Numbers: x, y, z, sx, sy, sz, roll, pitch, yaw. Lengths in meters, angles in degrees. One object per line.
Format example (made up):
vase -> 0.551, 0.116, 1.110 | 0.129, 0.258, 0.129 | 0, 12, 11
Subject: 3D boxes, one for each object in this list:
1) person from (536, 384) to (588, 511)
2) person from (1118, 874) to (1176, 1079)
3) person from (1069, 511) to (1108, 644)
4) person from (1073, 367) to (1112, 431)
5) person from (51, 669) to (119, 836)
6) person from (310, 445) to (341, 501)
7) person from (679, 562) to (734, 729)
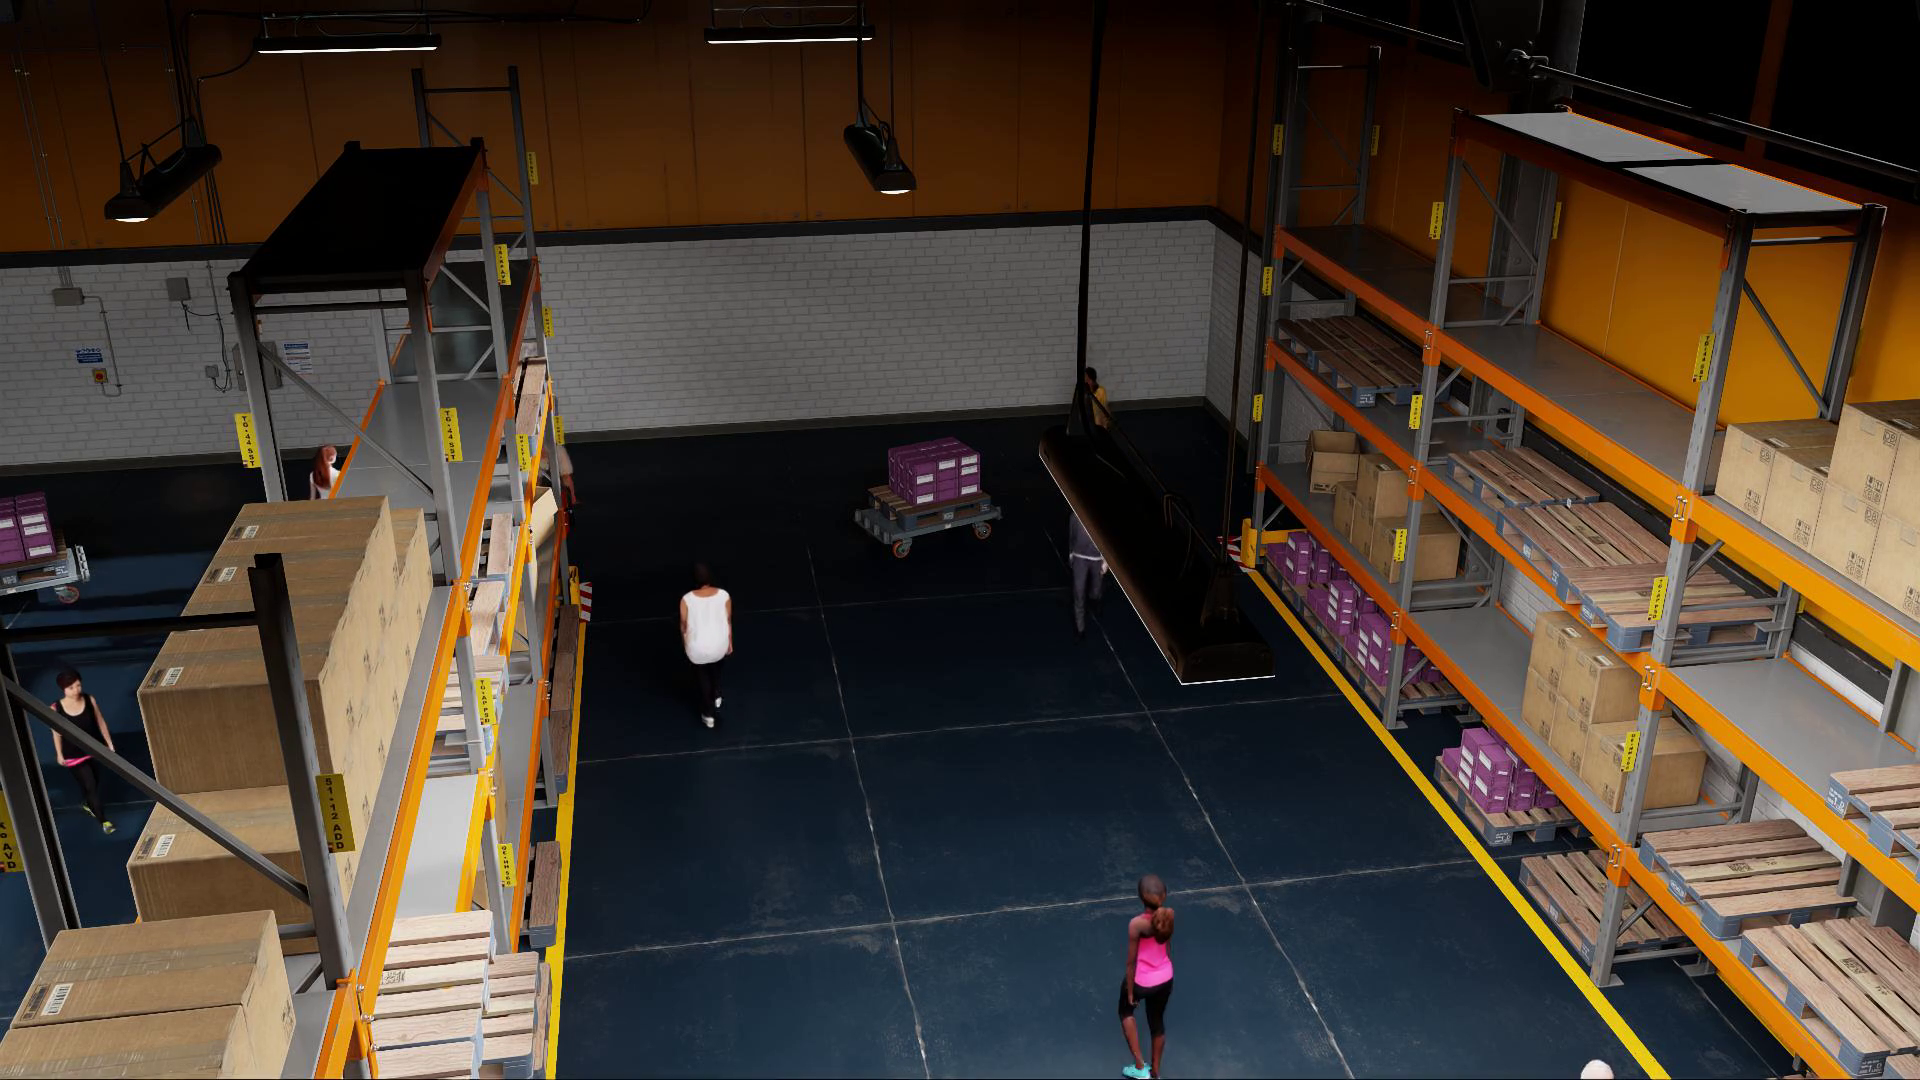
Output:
person -> -5.359, -1.252, 21.306 | 1.316, 1.800, 1.145 | 20, 31, 38
person -> 1.354, 3.096, 11.471 | 0.621, 1.711, 0.650 | -9, 25, -20
person -> 1.403, 0.216, 18.006 | 0.813, 1.754, 1.056 | 5, 24, 11
person -> 1.756, -1.513, 22.119 | 0.955, 1.628, 1.127 | 6, 24, 13
person -> -7.747, 1.818, 14.638 | 1.052, 1.516, 0.946 | 19, 30, 37
person -> -7.191, -0.211, 19.024 | 0.760, 1.721, 0.719 | 0, 24, 0
person -> -2.467, 1.041, 16.230 | 0.759, 1.664, 0.930 | -9, 25, -21
